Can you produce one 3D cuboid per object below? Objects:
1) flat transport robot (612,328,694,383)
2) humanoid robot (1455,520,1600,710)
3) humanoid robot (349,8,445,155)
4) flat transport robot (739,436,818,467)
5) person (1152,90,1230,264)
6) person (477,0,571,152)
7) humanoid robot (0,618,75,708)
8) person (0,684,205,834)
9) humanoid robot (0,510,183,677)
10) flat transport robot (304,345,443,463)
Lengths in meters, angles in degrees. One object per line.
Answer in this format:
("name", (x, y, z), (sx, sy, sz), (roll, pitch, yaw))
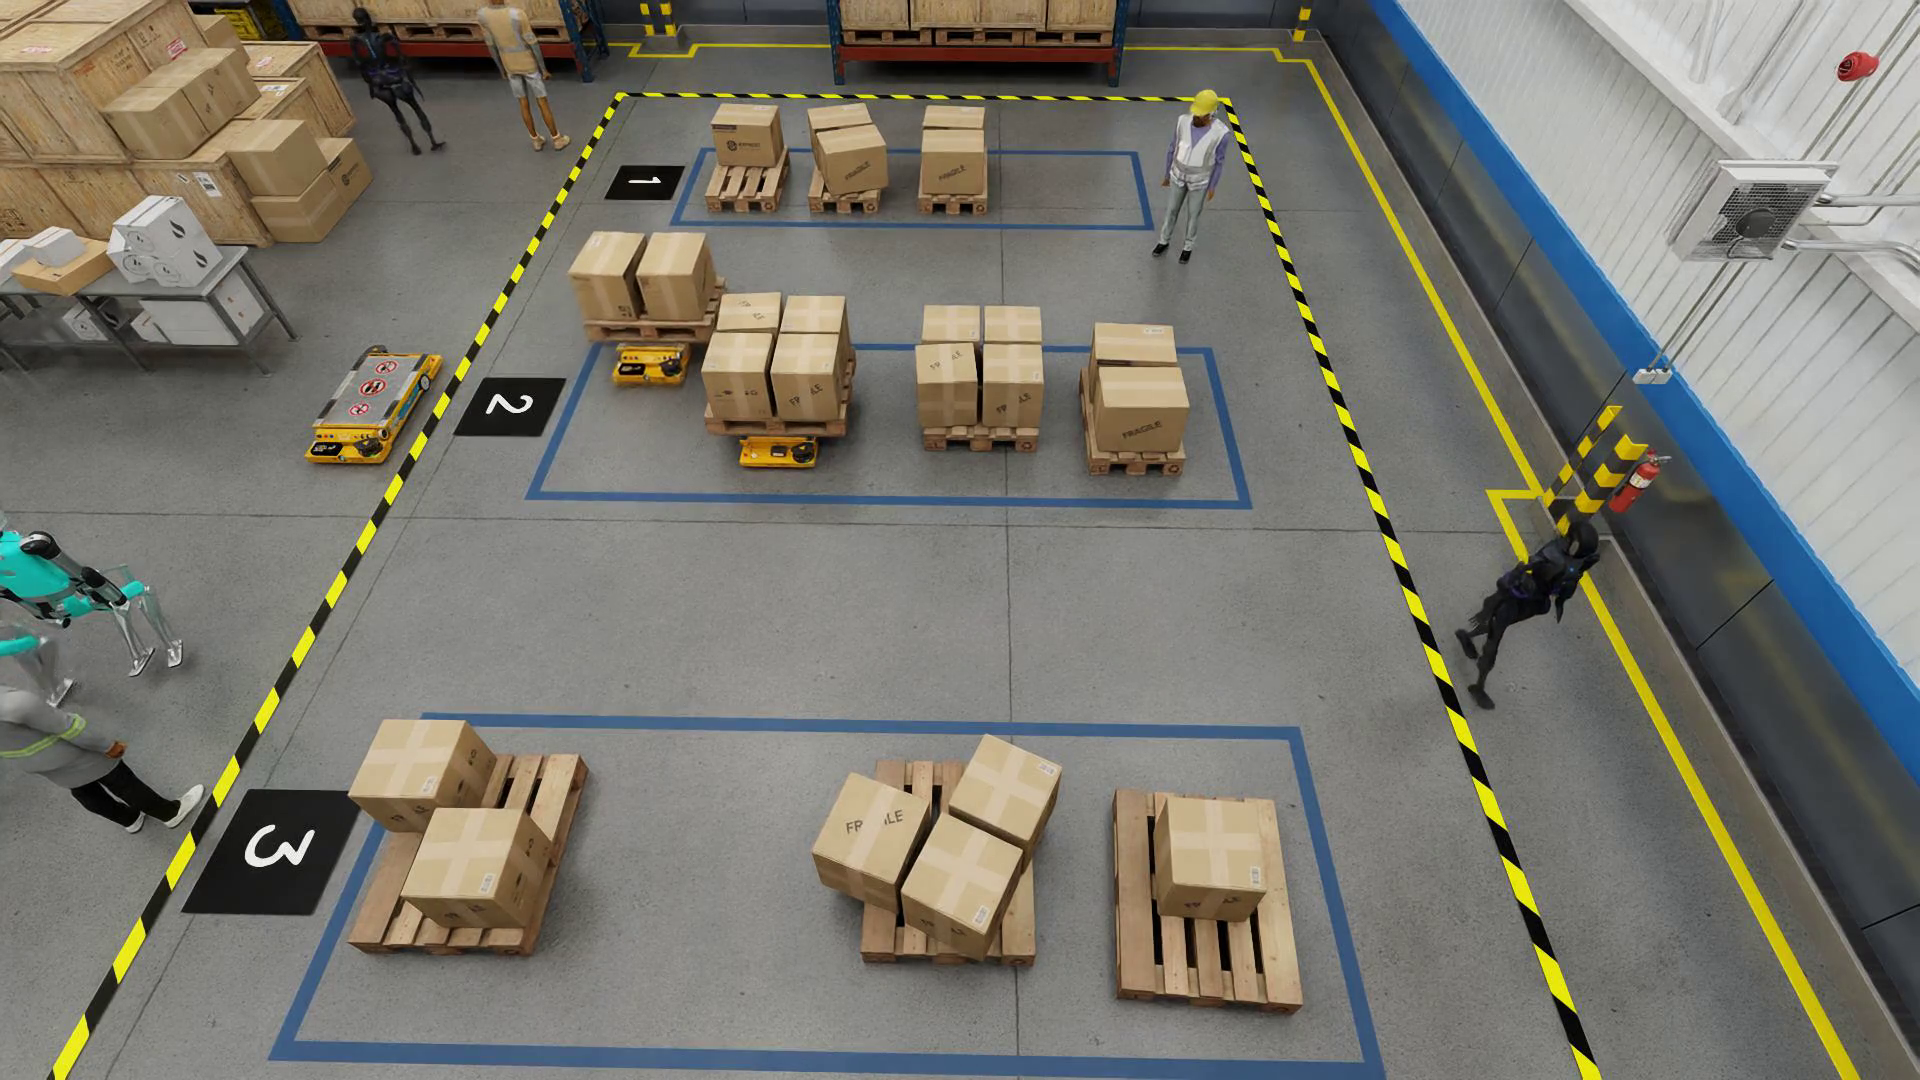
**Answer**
("flat transport robot", (-2.962, -2.105, 9.130), (0.652, 0.197, 1.431), (1, 50, 1))
("humanoid robot", (3.782, 0.445, 6.083), (0.606, 1.632, 0.720), (-6, 50, -5))
("humanoid robot", (-6.919, -5.537, 11.137), (0.621, 1.641, 0.397), (-12, 51, -10))
("flat transport robot", (-1.582, -1.235, 8.394), (0.652, 0.197, 1.431), (1, 50, 1))
("person", (2.393, -3.759, 9.528), (0.586, 1.824, 0.404), (24, 54, 19))
("person", (-5.288, -5.724, 11.048), (0.605, 2.046, 0.366), (1, 50, 1))
("humanoid robot", (-6.442, 0.625, 5.909), (0.534, 1.806, 0.818), (12, 51, 10))
("person", (-5.230, 1.193, 5.320), (0.593, 1.852, 0.367), (-4, 50, -3))
("humanoid robot", (-5.829, 0.260, 6.094), (0.533, 1.681, 0.735), (-12, 51, -10))
("flat transport robot", (-5.383, -1.269, 8.441), (0.659, 0.231, 1.431), (1, 50, 1))
